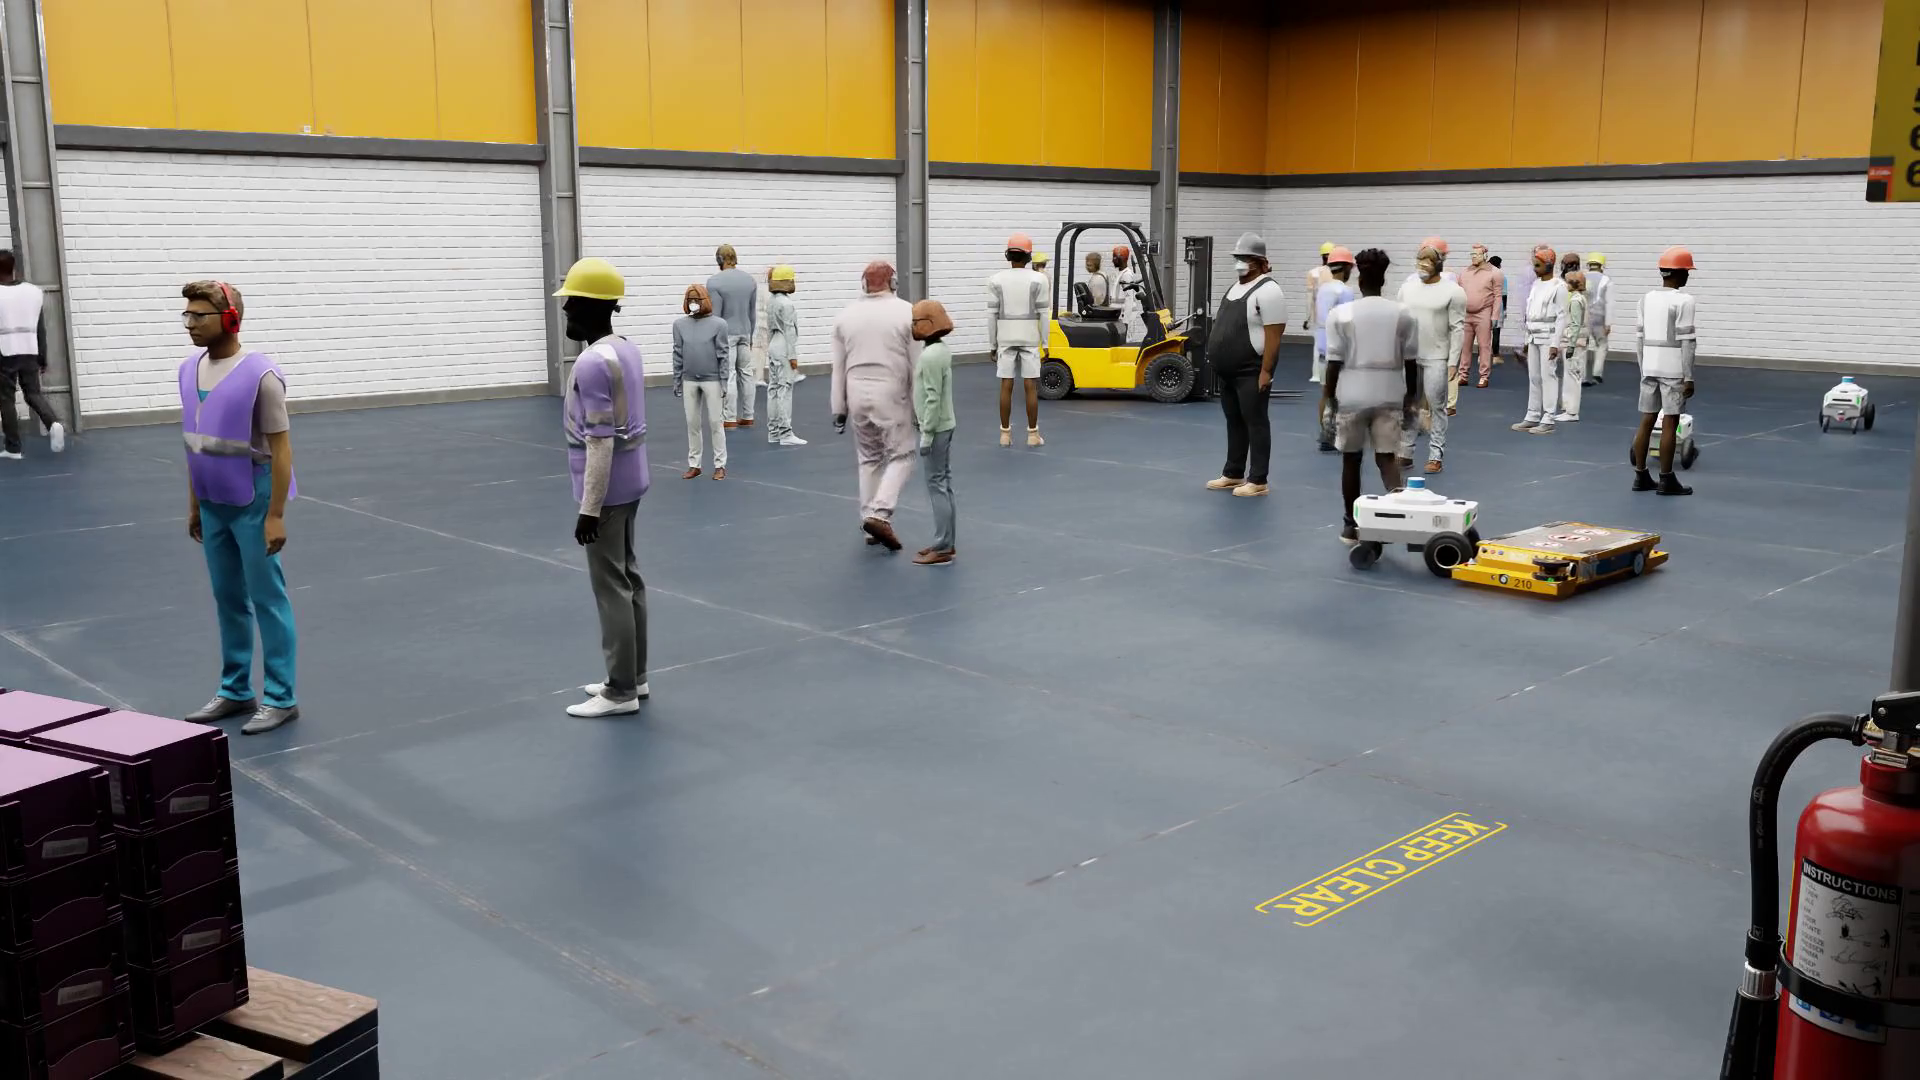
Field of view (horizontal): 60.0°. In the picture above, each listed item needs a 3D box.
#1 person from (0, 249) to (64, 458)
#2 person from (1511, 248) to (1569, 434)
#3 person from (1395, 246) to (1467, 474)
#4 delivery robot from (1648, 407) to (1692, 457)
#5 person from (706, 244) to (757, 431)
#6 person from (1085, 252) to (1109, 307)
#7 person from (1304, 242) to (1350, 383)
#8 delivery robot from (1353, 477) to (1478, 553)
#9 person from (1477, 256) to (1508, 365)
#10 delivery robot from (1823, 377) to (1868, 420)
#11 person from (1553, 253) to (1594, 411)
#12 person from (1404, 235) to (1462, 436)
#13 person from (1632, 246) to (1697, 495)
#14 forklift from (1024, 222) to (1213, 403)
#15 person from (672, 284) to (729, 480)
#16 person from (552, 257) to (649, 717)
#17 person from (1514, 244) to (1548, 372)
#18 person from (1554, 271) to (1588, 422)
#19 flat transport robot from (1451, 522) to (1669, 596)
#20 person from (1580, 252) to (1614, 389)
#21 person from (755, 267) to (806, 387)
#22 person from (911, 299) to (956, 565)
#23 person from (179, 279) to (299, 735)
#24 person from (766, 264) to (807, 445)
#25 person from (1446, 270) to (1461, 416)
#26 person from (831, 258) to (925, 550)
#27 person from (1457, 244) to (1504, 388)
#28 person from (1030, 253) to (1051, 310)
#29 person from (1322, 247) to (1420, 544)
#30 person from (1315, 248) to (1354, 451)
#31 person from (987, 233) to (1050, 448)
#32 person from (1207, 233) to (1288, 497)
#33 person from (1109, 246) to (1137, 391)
[{"bbox_3d":[-8.483,-1.664,14.993,0.714,1.904,0.600,6,12,30],"label":"person"},{"bbox_3d":[5.962,-2.029,17.029,0.354,1.887,0.573,-3,11,-13],"label":"person"},{"bbox_3d":[3.974,-1.530,14.185,0.627,1.933,0.371,9,14,40],"label":"person"},{"bbox_3d":[6.259,-0.986,14.717,0.477,0.478,0.707,6,12,29],"label":"delivery robot"},{"bbox_3d":[-2.378,-2.100,17.296,0.378,1.933,0.628,10,14,42],"label":"person"},{"bbox_3d":[1.894,-2.964,22.365,0.563,1.805,0.586,3,11,17],"label":"person"},{"bbox_3d":[5.039,-3.115,22.843,0.594,1.924,0.381,0,10,0],"label":"person"},{"bbox_3d":[2.756,-0.137,10.088,0.707,0.478,0.477,4,11,23],"label":"delivery robot"},{"bbox_3d":[8.360,-3.605,26.138,0.319,1.697,0.532,-10,14,-43],"label":"person"},{"bbox_3d":[9.192,-1.450,17.251,0.477,0.478,0.707,7,13,33],"label":"delivery robot"},{"bbox_3d":[7.042,-2.433,19.393,0.634,1.822,0.743,3,11,14],"label":"person"},{"bbox_3d":[4.773,-2.068,16.929,0.632,2.060,0.626,-8,13,-38],"label":"person"},{"bbox_3d":[5.533,-1.317,13.009,0.356,1.938,0.545,-4,11,-23],"label":"person"},{"bbox_3d":[1.935,-2.847,20.651,2.313,2.155,1.214,2,11,13],"label":"forklift"},{"bbox_3d":[-2.147,-1.306,13.801,0.501,1.625,0.282,3,11,14],"label":"person"},{"bbox_3d":[-1.500,-0.217,7.023,0.352,1.930,0.594,0,10,2],"label":"person"},{"bbox_3d":[8.520,-3.425,24.638,0.662,1.888,0.491,-10,15,-44],"label":"person"},{"bbox_3d":[6.675,-2.105,18.124,0.307,1.637,0.525,4,11,21],"label":"person"},{"bbox_3d":[3.585,0.091,9.878,1.431,0.197,0.652,-10,14,-43],"label":"flat transport robot"},{"bbox_3d":[8.358,-2.900,22.001,0.598,1.803,0.487,9,14,39],"label":"person"},{"bbox_3d":[-2.467,-2.859,22.345,0.527,1.591,0.858,7,13,35],"label":"person"},{"bbox_3d":[-0.166,-0.660,10.258,0.268,1.630,0.507,1,10,8],"label":"person"},{"bbox_3d":[-2.940,-0.135,6.808,0.564,1.847,0.395,6,12,30],"label":"person"},{"bbox_3d":[-1.705,-1.799,16.163,0.297,1.745,0.484,-6,12,-30],"label":"person"},{"bbox_3d":[5.442,-2.205,18.681,0.285,1.633,0.497,-5,11,-24],"label":"person"},{"bbox_3d":[-0.550,-0.870,10.747,0.667,1.876,0.620,5,11,24],"label":"person"},{"bbox_3d":[6.880,-2.985,22.188,0.651,1.907,0.409,10,14,43],"label":"person"},{"bbox_3d":[1.236,-3.448,25.171,0.441,1.777,0.550,5,12,27],"label":"person"},{"bbox_3d":[2.659,-0.900,10.709,0.622,1.953,0.684,0,10,1],"label":"person"},{"bbox_3d":[3.512,-1.777,15.620,0.514,1.906,0.599,-4,11,-22],"label":"person"},{"bbox_3d":[0.562,-1.894,15.864,0.607,2.044,0.371,2,11,11],"label":"person"},{"bbox_3d":[2.195,-1.364,12.984,0.539,2.000,0.688,-4,11,-21],"label":"person"},{"bbox_3d":[2.121,-2.885,21.705,0.358,1.885,0.572,-1,10,-3],"label":"person"}]
